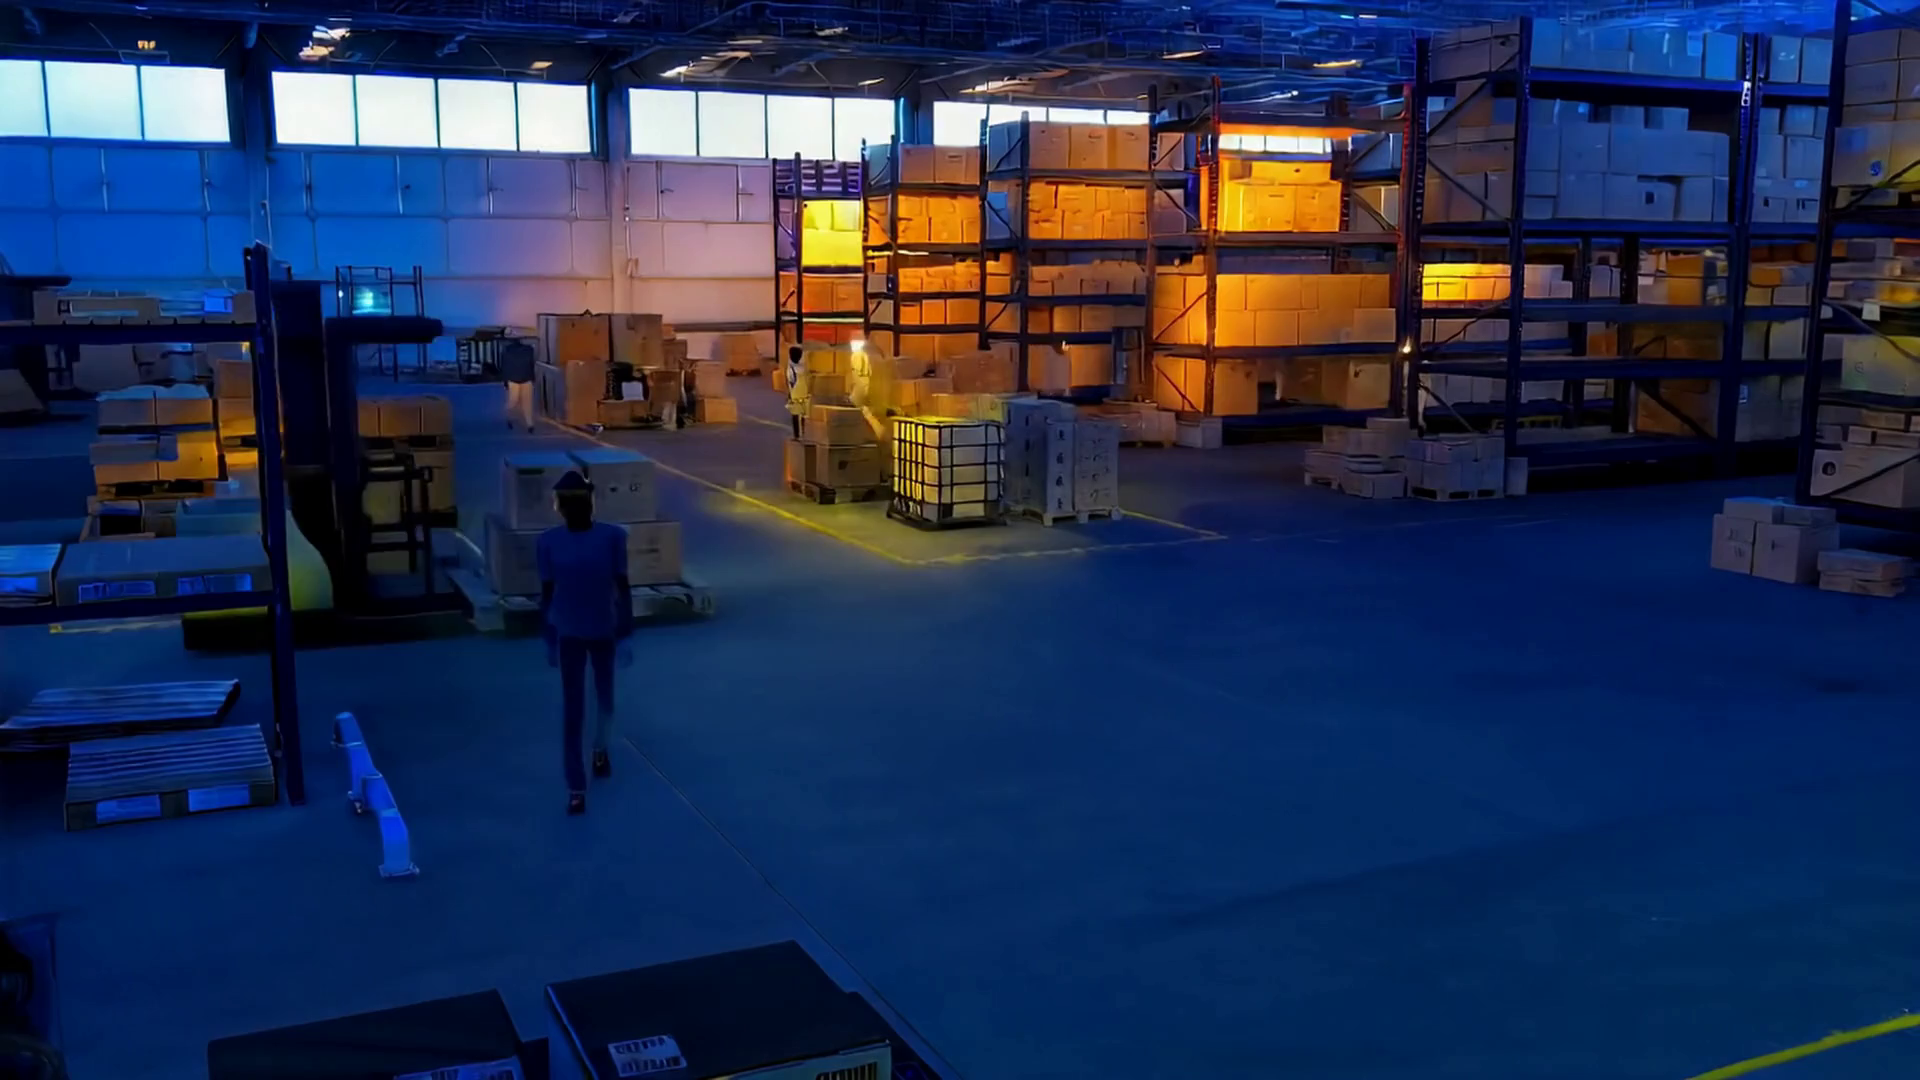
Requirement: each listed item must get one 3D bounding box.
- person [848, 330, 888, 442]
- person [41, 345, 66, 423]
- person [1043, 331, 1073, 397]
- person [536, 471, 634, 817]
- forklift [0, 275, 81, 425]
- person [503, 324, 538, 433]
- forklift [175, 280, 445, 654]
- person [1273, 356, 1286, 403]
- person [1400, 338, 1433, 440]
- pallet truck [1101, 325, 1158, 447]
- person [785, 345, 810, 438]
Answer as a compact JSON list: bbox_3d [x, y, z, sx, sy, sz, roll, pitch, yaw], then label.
[{"bbox_3d":[-1.630,-2.556,27.926,0.808,1.917,0.549,1,9,8],"label":"person"},{"bbox_3d":[-17.550,-3.186,31.956,0.649,1.887,1.037,-3,10,-17],"label":"person"},{"bbox_3d":[1.616,-2.470,27.357,0.658,1.925,0.454,-9,13,-44],"label":"person"},{"bbox_3d":[-2.058,0.513,9.178,0.512,1.831,0.936,-2,9,-11],"label":"person"},{"bbox_3d":[-17.817,-3.560,31.174,1.129,2.768,1.873,5,11,31],"label":"forklift"},{"bbox_3d":[-7.994,-2.920,30.066,0.631,1.962,0.941,-8,12,-41],"label":"person"},{"bbox_3d":[-5.147,-0.633,13.017,1.873,2.768,1.129,-4,10,-25],"label":"forklift"},{"bbox_3d":[6.563,-3.387,33.395,0.621,1.821,0.636,-5,11,-30],"label":"person"},{"bbox_3d":[6.674,-2.005,24.466,0.375,1.930,0.542,-5,10,-26],"label":"person"},{"bbox_3d":[2.881,-2.596,27.923,0.823,1.965,1.885,-1,9,-7],"label":"pallet truck"},{"bbox_3d":[-2.669,-2.344,27.288,0.321,1.697,0.530,6,11,34],"label":"person"}]
